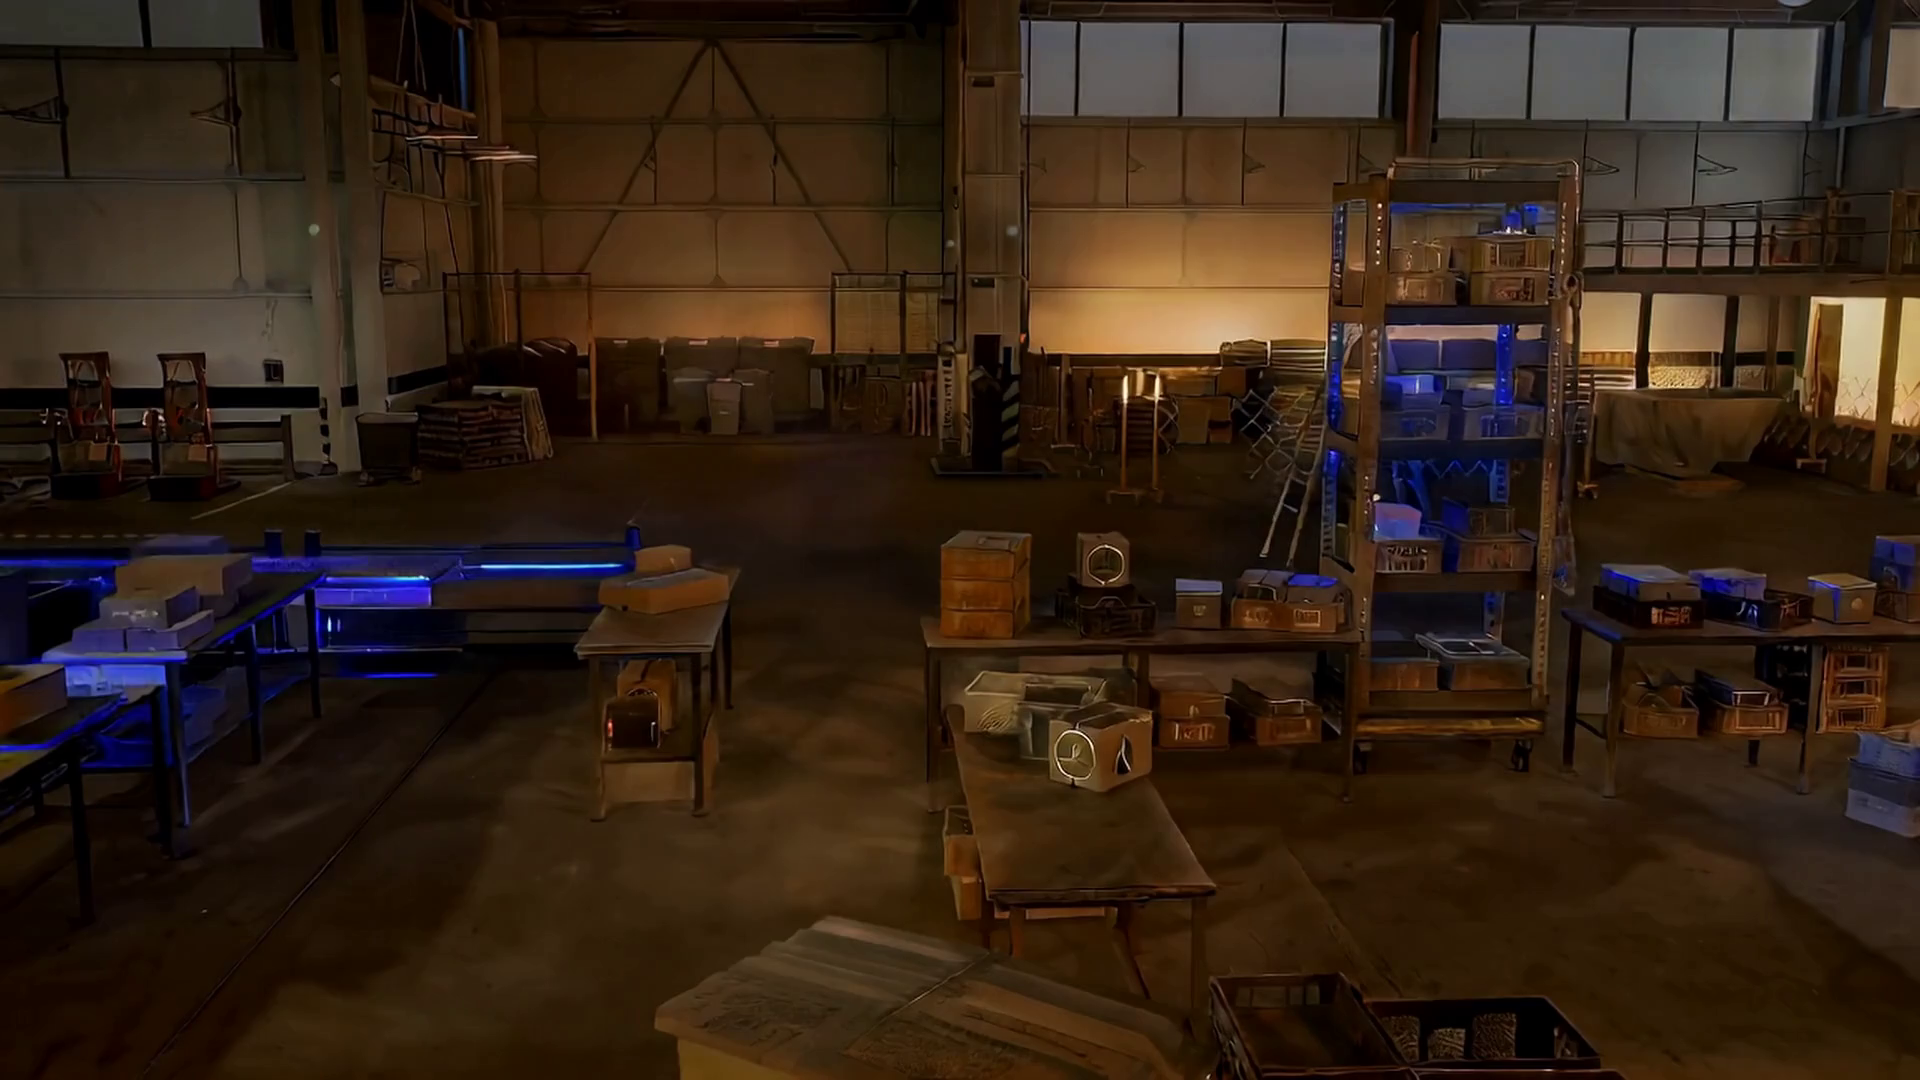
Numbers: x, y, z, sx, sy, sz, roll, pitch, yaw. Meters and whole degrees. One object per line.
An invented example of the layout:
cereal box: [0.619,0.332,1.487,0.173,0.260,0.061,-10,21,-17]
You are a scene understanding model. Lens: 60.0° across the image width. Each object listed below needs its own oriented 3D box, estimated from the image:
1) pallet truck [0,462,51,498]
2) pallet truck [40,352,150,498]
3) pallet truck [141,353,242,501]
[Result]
pallet truck: [-13.193,-1.293,23.148,0.653,1.274,1.630,-1,9,-4]
pallet truck: [-11.907,-1.642,23.165,0.823,1.965,1.885,0,9,0]
pallet truck: [-10.520,-1.604,22.925,0.823,1.965,1.885,-1,9,-6]
